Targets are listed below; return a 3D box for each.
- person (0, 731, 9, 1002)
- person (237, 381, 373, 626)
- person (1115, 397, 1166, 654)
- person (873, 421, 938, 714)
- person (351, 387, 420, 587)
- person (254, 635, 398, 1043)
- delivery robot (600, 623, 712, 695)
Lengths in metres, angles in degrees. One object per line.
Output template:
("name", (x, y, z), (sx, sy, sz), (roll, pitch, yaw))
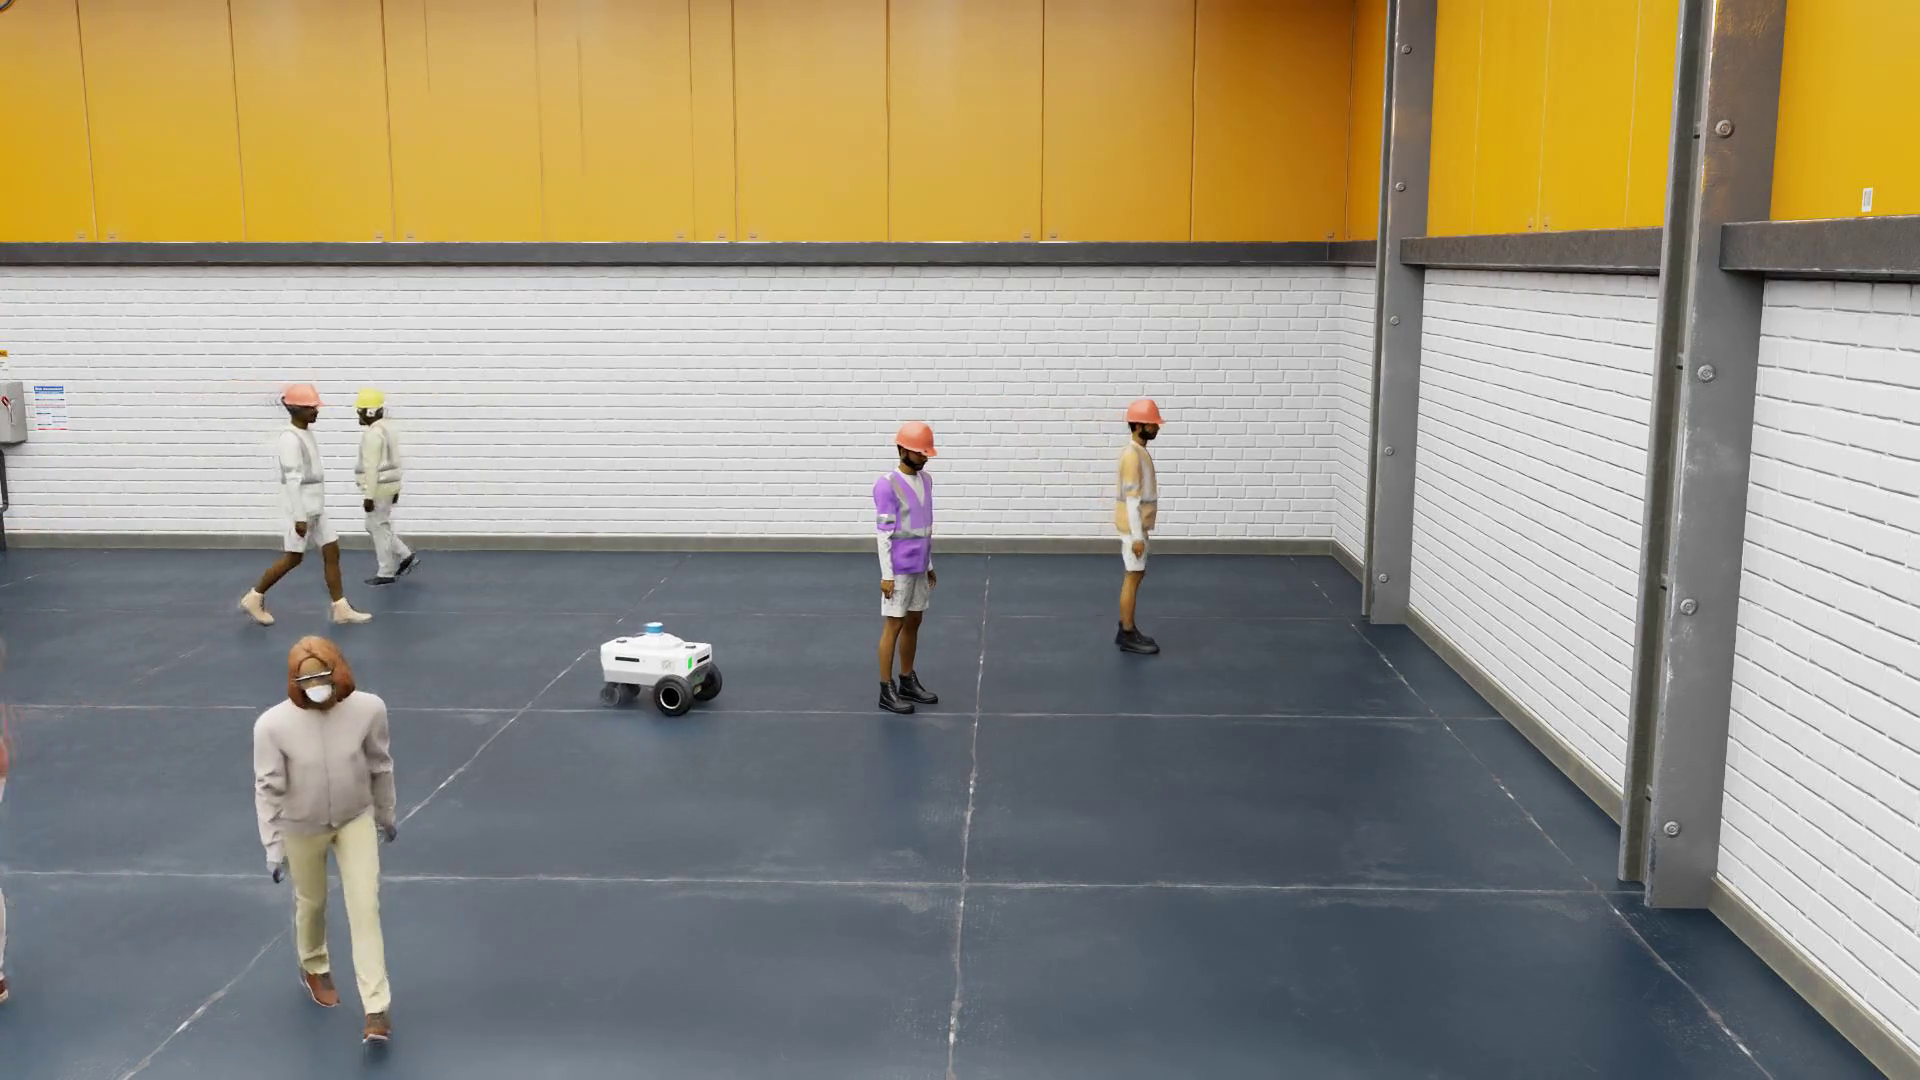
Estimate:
("person", (-3.963, 0.922, 6.456), (0.611, 1.973, 0.431), (3, 10, 18))
("person", (-5.349, -0.280, 13.400), (0.994, 2.008, 0.621), (-1, 10, -4))
("person", (1.362, -0.111, 12.593), (0.369, 1.937, 0.549), (2, 10, 10))
("person", (-0.321, 0.171, 10.970), (0.385, 1.925, 0.550), (6, 12, 33))
("person", (-5.238, -0.468, 15.021), (0.430, 1.820, 0.593), (-2, 10, -9))
("person", (-2.409, 1.124, 6.385), (0.533, 1.581, 0.892), (-6, 11, -30))
("delivery robot", (-2.022, 0.794, 11.059), (0.707, 0.478, 0.477), (3, 10, 18))
